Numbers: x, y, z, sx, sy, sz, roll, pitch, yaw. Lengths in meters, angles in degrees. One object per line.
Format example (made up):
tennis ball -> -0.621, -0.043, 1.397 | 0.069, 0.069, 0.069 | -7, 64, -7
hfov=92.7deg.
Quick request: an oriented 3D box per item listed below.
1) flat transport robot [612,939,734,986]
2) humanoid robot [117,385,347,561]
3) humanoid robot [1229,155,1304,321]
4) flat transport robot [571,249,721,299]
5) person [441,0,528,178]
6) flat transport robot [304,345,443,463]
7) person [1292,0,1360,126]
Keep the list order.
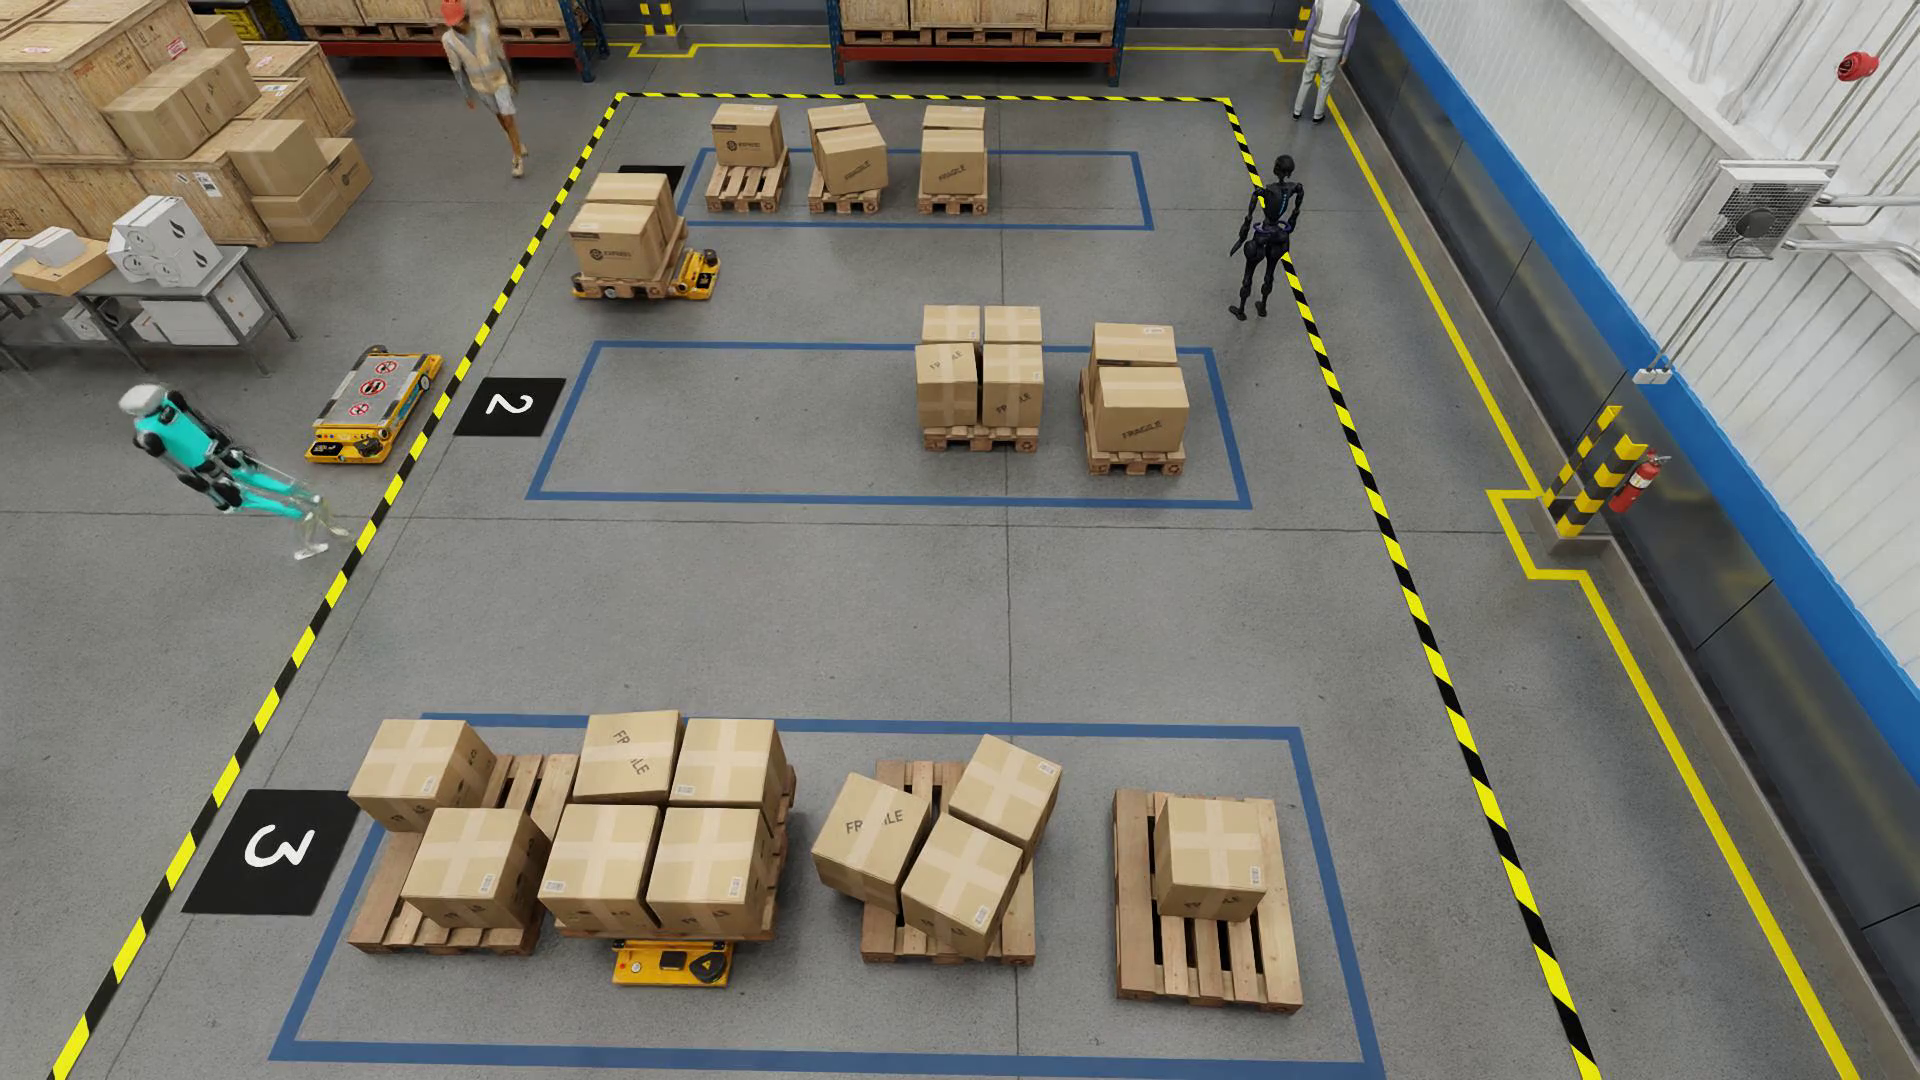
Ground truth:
flat transport robot -> -1.659, 1.971, 5.681 | 0.652, 0.197, 1.431 | 1, 50, 1
humanoid robot -> -5.210, -0.444, 6.799 | 0.802, 1.786, 0.544 | -7, 50, -6
humanoid robot -> 2.965, -2.918, 8.902 | 0.599, 1.659, 0.315 | -8, 50, -7
flat transport robot -> -3.335, -2.849, 9.759 | 1.431, 0.197, 0.652 | 1, 50, 1
person -> -5.532, -5.317, 10.750 | 0.613, 1.959, 1.115 | -10, 50, -8
flat transport robot -> -5.383, -1.269, 8.441 | 0.659, 0.231, 1.431 | 1, 50, 1
person -> 4.644, -6.229, 11.615 | 0.599, 1.827, 0.404 | 23, 54, 18
